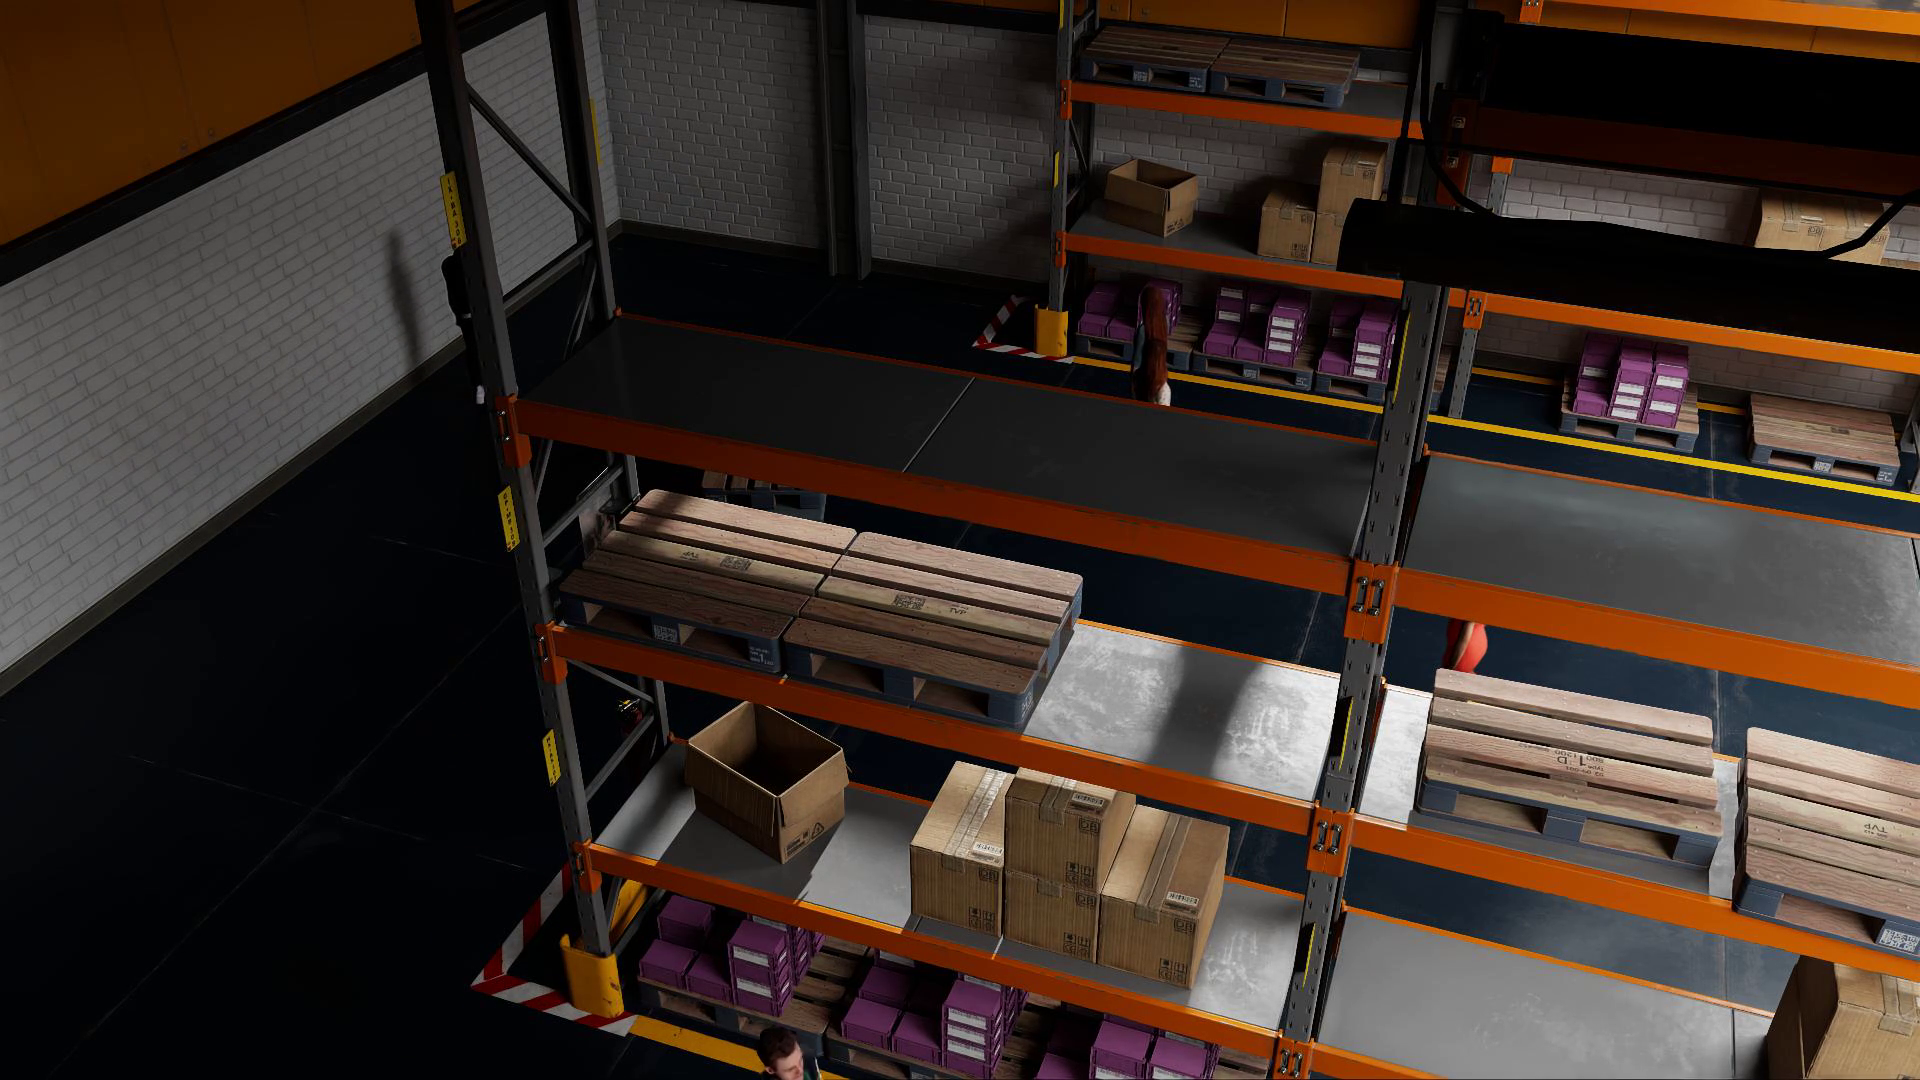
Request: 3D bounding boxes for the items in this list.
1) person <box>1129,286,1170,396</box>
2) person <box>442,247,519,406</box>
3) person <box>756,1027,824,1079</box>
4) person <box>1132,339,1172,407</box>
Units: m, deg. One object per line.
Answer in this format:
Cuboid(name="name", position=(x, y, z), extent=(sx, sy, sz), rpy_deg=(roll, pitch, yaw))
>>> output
Cuboid(name="person", position=(1.672, -1.414, 14.634), extent=(0.643, 1.739, 0.657), rpy_deg=(-28, 43, -35))
Cuboid(name="person", position=(-4.539, -2.137, 15.650), extent=(0.668, 1.819, 0.813), rpy_deg=(-2, 34, -2))
Cuboid(name="person", position=(-0.892, 2.941, 8.024), extent=(1.094, 1.804, 0.751), rpy_deg=(17, 37, 24))
Cuboid(name="person", position=(1.555, -0.895, 13.861), extent=(0.708, 1.729, 0.611), rpy_deg=(-23, 40, -31))
